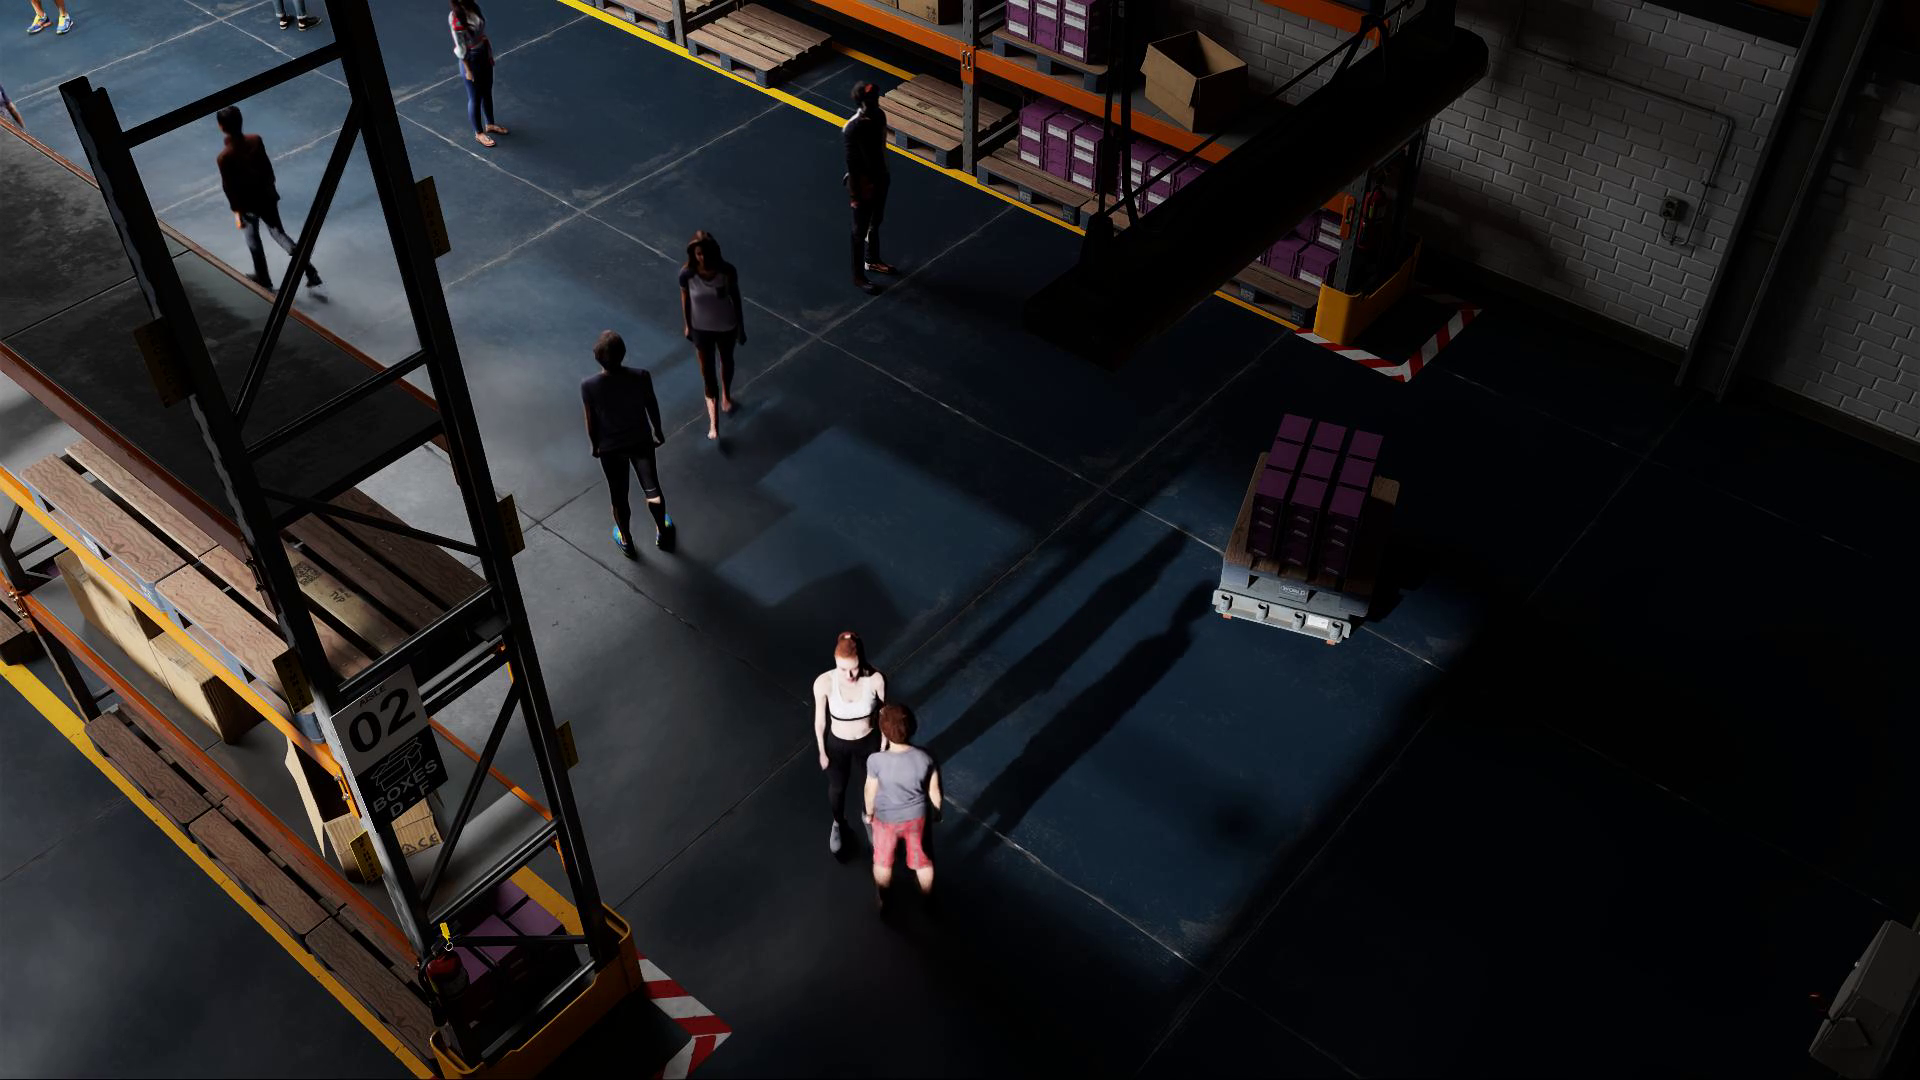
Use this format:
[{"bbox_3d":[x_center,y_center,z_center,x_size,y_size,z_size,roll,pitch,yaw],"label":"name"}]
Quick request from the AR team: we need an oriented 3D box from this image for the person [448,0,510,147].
[{"bbox_3d":[-4.636,-4.572,15.862,0.621,1.614,0.649,15,46,15],"label":"person"}]

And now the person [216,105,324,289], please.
[{"bbox_3d":[-5.813,-2.798,13.898,1.089,1.755,0.790,22,48,21],"label":"person"}]

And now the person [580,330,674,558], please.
[{"bbox_3d":[-2.319,-0.670,11.568,0.759,1.888,0.767,-12,45,-13],"label":"person"}]

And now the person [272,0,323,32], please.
[{"bbox_3d":[-7.227,-6.263,17.487,0.662,1.821,0.801,9,44,10],"label":"person"}]

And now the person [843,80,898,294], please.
[{"bbox_3d":[-0.772,-3.008,14.021,0.648,1.890,0.731,21,48,21],"label":"person"}]

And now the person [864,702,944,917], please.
[{"bbox_3d":[-0.328,1.570,9.395,0.690,1.642,0.742,-4,44,-4],"label":"person"}]

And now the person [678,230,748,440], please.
[{"bbox_3d":[-1.884,-1.685,12.764,0.932,1.709,1.007,-6,44,-6],"label":"person"}]

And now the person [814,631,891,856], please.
[{"bbox_3d":[-0.626,1.178,9.736,0.665,1.740,0.713,-6,44,-7],"label":"person"}]
